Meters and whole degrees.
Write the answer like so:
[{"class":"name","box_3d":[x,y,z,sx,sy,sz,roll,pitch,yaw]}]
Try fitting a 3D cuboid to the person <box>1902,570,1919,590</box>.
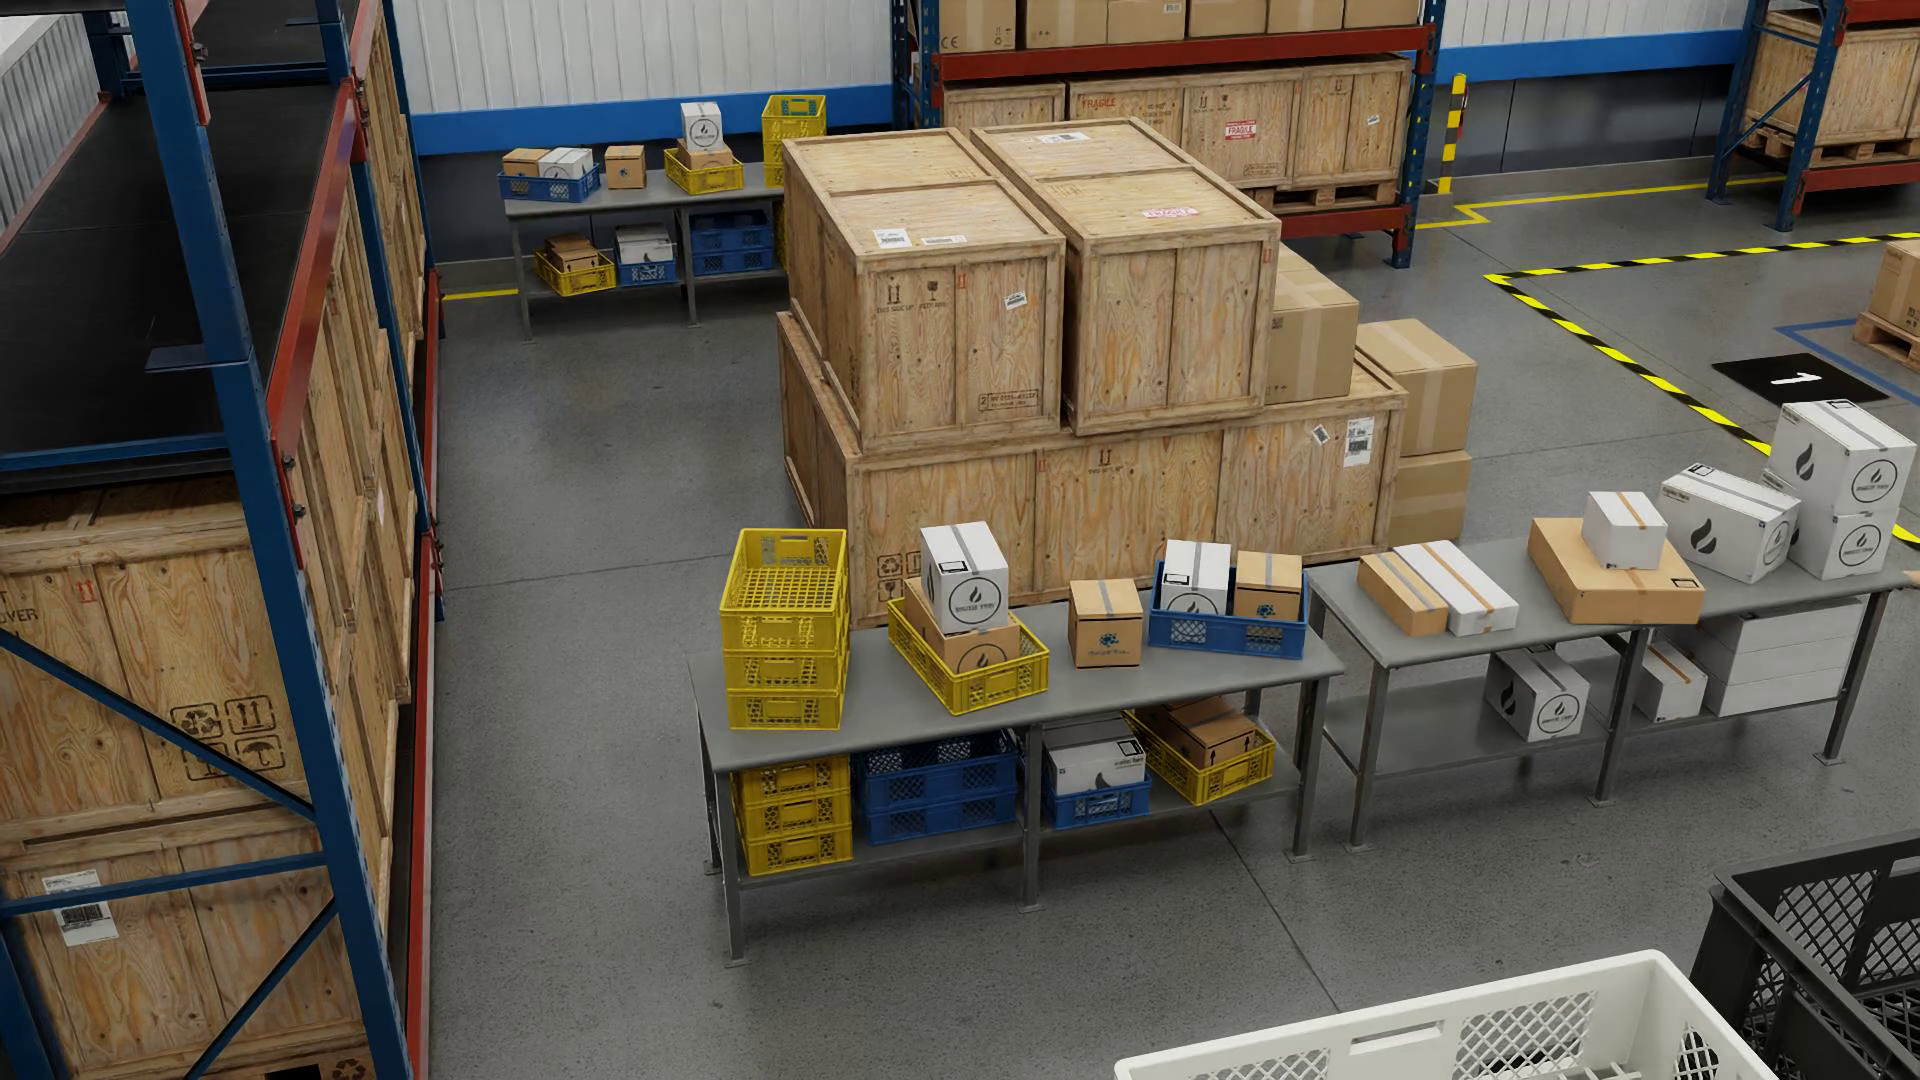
[{"class":"person","box_3d":[5.192,-0.559,8.294,0.373,2.042,0.613,0,29,0]}]
